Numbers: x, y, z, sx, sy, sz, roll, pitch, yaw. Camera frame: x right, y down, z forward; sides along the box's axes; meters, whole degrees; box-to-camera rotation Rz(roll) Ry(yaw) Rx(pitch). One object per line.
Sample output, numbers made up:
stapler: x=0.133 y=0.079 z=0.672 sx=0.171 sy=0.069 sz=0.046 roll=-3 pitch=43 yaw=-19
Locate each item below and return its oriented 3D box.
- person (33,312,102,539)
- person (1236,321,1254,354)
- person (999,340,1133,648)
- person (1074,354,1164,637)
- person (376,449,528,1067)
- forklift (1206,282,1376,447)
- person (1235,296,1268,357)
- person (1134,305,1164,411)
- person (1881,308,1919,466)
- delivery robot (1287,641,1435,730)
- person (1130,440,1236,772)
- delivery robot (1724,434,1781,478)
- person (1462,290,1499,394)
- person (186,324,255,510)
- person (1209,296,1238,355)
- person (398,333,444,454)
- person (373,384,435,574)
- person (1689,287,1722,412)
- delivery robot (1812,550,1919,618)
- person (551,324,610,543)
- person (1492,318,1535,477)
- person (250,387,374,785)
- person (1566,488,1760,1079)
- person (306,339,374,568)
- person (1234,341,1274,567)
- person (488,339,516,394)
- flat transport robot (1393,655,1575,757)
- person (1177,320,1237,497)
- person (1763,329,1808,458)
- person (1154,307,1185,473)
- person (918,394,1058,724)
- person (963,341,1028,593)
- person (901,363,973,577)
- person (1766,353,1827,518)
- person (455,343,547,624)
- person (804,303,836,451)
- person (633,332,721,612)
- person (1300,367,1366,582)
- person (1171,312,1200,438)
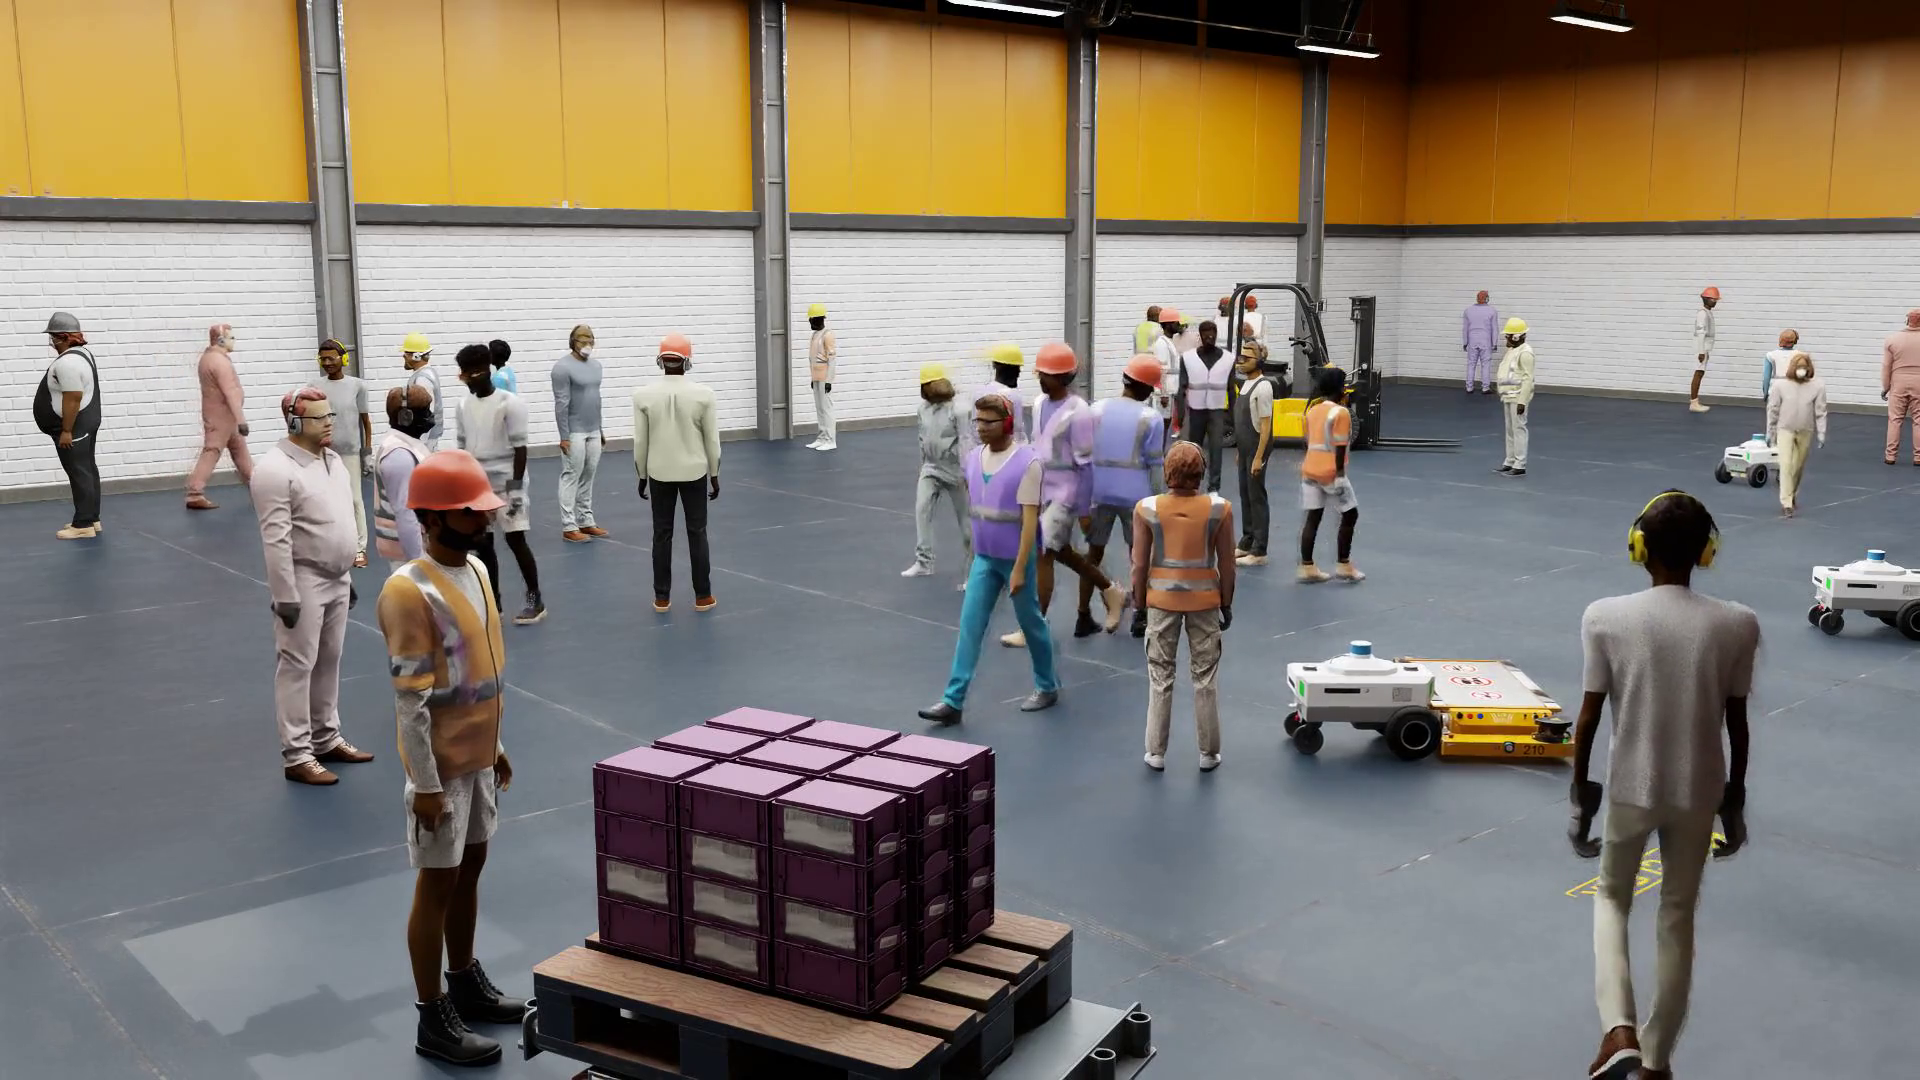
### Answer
person: x=-8.059 y=-1.040 z=15.027 sx=0.538 sy=2.000 sz=0.683 roll=-3 pitch=10 yaw=-16
person: x=3.979 y=-2.307 z=23.729 sx=0.725 sy=1.603 sz=0.494 roll=0 pitch=10 yaw=2
person: x=0.733 y=-0.301 z=10.828 sx=0.935 sy=2.004 sz=0.628 roll=-4 pitch=11 yaw=-23
person: x=1.074 y=-0.291 z=11.038 sx=0.572 sy=1.906 sz=0.414 roll=4 pitch=10 yaw=22
person: x=-1.586 y=0.674 z=5.287 sx=0.361 sy=1.940 sz=0.543 roll=1 pitch=10 yaw=9
forklift: x=4.328 y=-2.346 z=22.227 sx=2.313 sy=2.155 sz=1.214 roll=3 pitch=10 yaw=16
person: x=4.812 y=-3.101 z=27.561 sx=0.575 sy=1.882 sz=0.360 roll=-3 pitch=10 yaw=-15
person: x=2.758 y=-2.461 z=23.992 sx=0.436 sy=1.834 sz=0.646 roll=-5 pitch=11 yaw=-28
person: x=11.518 y=-1.849 z=20.151 sx=0.639 sy=1.911 sz=0.406 roll=6 pitch=12 yaw=33
delivery robot: x=2.052 y=0.762 z=8.548 sx=0.707 sy=0.478 sz=0.477 roll=0 pitch=10 yaw=1
person: x=1.092 y=0.332 z=8.165 sx=0.514 sy=1.641 sz=0.309 roll=1 pitch=10 yaw=6
delivery robot: x=8.839 y=-0.931 z=18.458 sx=0.707 sy=0.478 sz=0.477 roll=-5 pitch=11 yaw=-28
person: x=9.589 y=-3.636 z=30.621 sx=0.654 sy=1.906 sz=0.406 roll=7 pitch=12 yaw=34
person: x=-7.359 y=-1.240 z=16.744 sx=1.010 sy=1.849 sz=0.672 roll=-6 pitch=11 yaw=-32
person: x=4.342 y=-3.076 z=27.439 sx=0.604 sy=1.868 sz=0.431 roll=5 pitch=11 yaw=25
person: x=-4.954 y=-0.984 z=15.302 sx=0.403 sy=1.835 sz=0.588 roll=-3 pitch=10 yaw=-15
person: x=-2.982 y=0.066 z=9.142 sx=0.429 sy=1.844 sz=0.623 roll=-3 pitch=10 yaw=-18
person: x=12.159 y=-3.106 z=27.136 sx=0.400 sy=2.037 sz=0.610 roll=5 pitch=11 yaw=29
delivery robot: x=6.146 y=0.310 z=11.192 sx=0.707 sy=0.478 sz=0.477 roll=2 pitch=10 yaw=11
person: x=-3.370 y=-0.949 z=14.813 sx=0.376 sy=1.934 sz=0.629 roll=4 pitch=11 yaw=23
person: x=6.383 y=-1.636 z=19.139 sx=0.404 sy=1.829 sz=0.591 roll=0 pitch=10 yaw=1
person: x=-3.123 y=0.212 z=8.090 sx=0.401 sy=1.910 sz=0.641 roll=2 pitch=10 yaw=9
person: x=2.093 y=0.777 z=4.960 sx=0.512 sy=1.853 sz=0.444 roll=3 pitch=10 yaw=18
person: x=-5.037 y=-0.696 z=13.519 sx=0.526 sy=1.869 sz=0.314 roll=-1 pitch=10 yaw=-6
person: x=2.386 y=-0.707 z=13.652 sx=0.343 sy=1.846 sz=0.507 roll=-2 pitch=10 yaw=-10
person: x=-4.637 y=-1.184 z=16.879 sx=0.318 sy=1.696 sz=0.537 roll=-1 pitch=10 yaw=-4
flat transport robot: x=2.788 y=0.875 z=8.993 sx=0.652 sy=0.197 sz=1.431 roll=1 pitch=10 yaw=4
person: x=2.585 y=-1.361 z=17.461 sx=0.636 sy=1.862 sz=0.789 roll=1 pitch=10 yaw=3
person: x=10.169 y=-1.777 z=20.512 sx=0.514 sy=1.642 sz=0.310 roll=7 pitch=12 yaw=37
person: x=2.448 y=-1.763 z=19.553 sx=0.354 sy=1.942 sz=0.545 roll=3 pitch=10 yaw=16
person: x=0.214 y=0.103 z=9.050 sx=0.965 sy=1.795 sz=0.589 roll=-9 pitch=13 yaw=-44
person: x=0.380 y=-0.544 z=12.569 sx=0.871 sy=1.891 sz=0.594 roll=-4 pitch=10 yaw=-22
person: x=-0.090 y=-0.551 z=13.187 sx=0.547 sy=1.698 sz=0.616 roll=6 pitch=11 yaw=30
person: x=8.236 y=-1.054 z=16.402 sx=0.508 sy=1.594 sz=0.835 roll=3 pitch=10 yaw=17
person: x=-3.206 y=-0.379 z=11.430 sx=0.668 sy=1.947 sz=0.508 roll=5 pitch=11 yaw=29
person: x=-1.825 y=-2.131 z=21.755 sx=0.375 sy=1.922 sz=0.594 roll=-5 pitch=11 yaw=-26
person: x=-2.006 y=-0.474 z=11.850 sx=0.615 sy=1.994 sz=0.381 roll=-1 pitch=10 yaw=-4
person: x=2.909 y=-0.503 z=12.924 sx=0.637 sy=1.671 sz=0.554 roll=-4 pitch=10 yaw=-20
person: x=3.124 y=-2.307 z=23.267 sx=0.540 sy=1.749 sz=0.488 roll=4 pitch=11 yaw=23
